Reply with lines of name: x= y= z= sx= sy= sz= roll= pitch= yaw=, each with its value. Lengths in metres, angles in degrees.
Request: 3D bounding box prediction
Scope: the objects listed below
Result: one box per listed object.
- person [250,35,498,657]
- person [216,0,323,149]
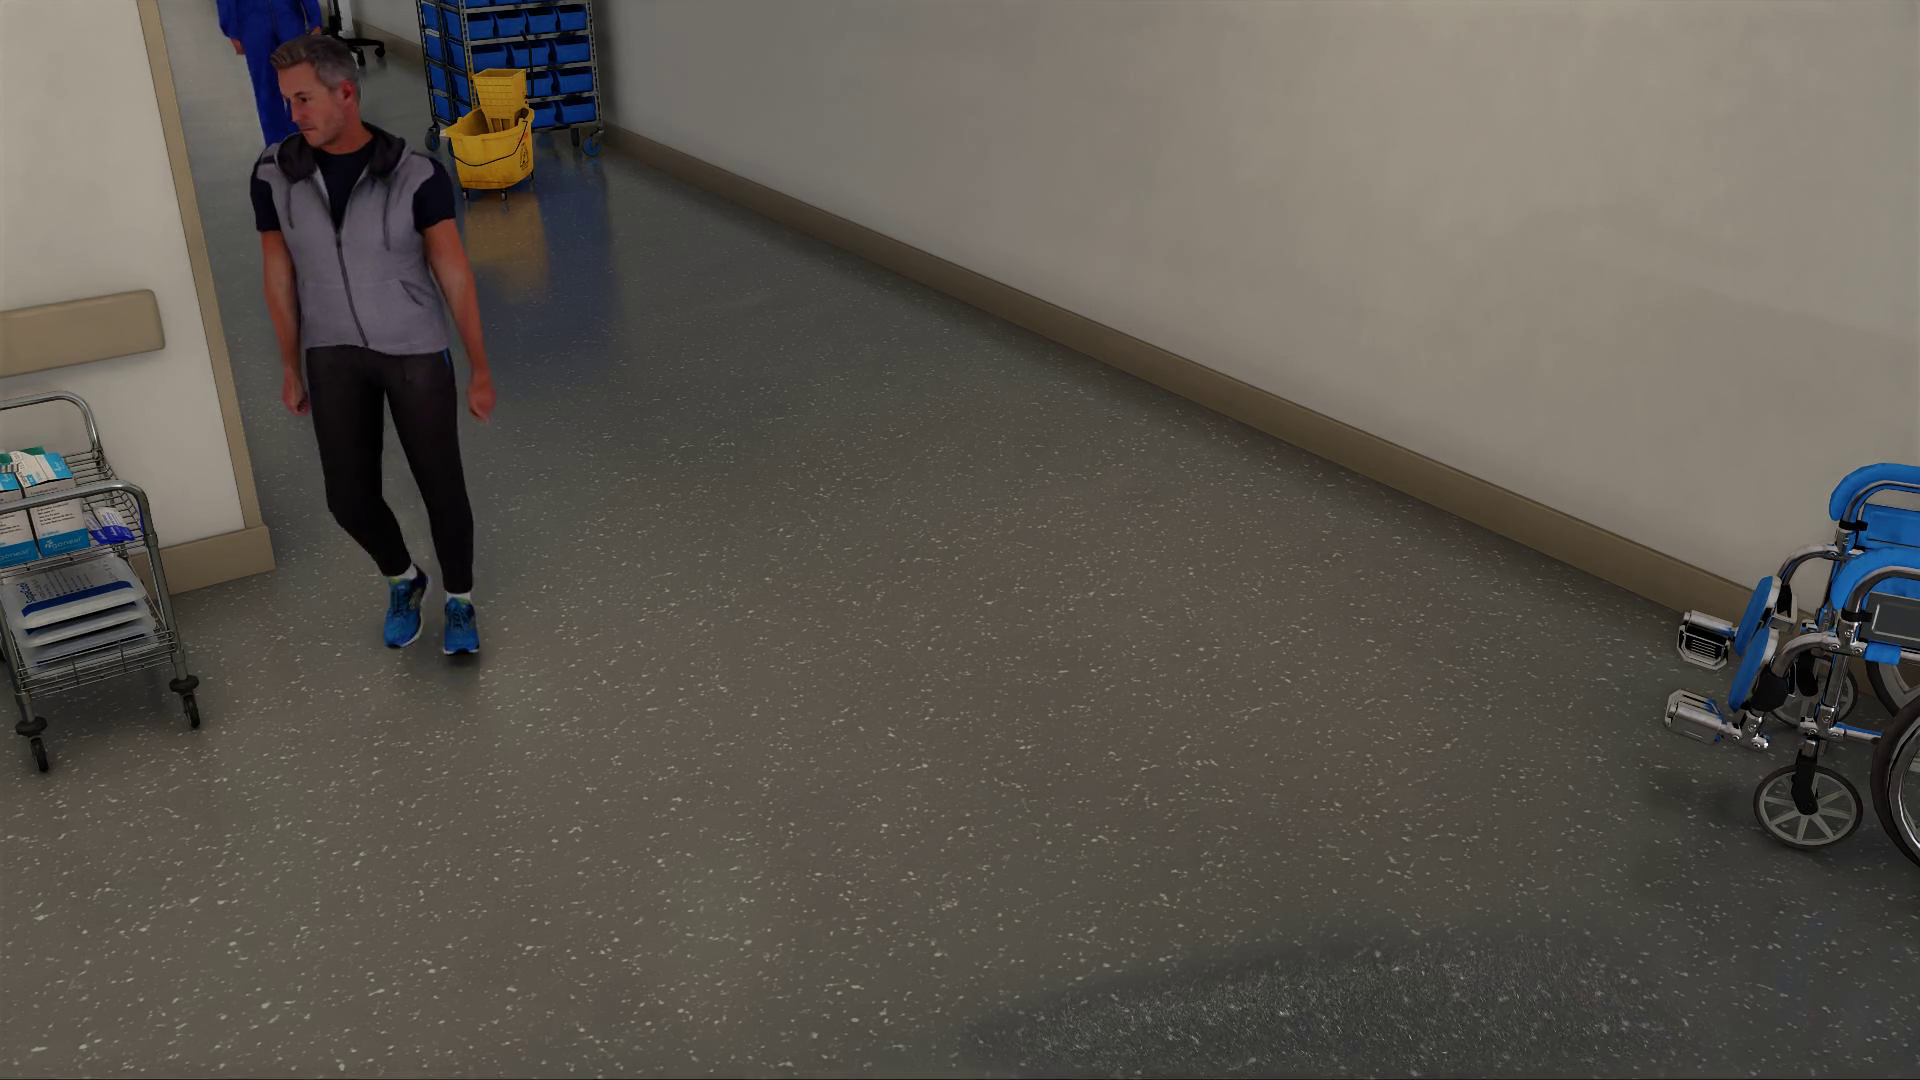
person: x=-1.639 y=-0.524 z=4.742 sx=0.764 sy=1.807 sz=0.906 roll=-4 pitch=26 yaw=-8
person: x=-4.197 y=-3.129 z=10.172 sx=1.145 sy=1.783 sz=0.876 roll=-13 pitch=28 yaw=-24
